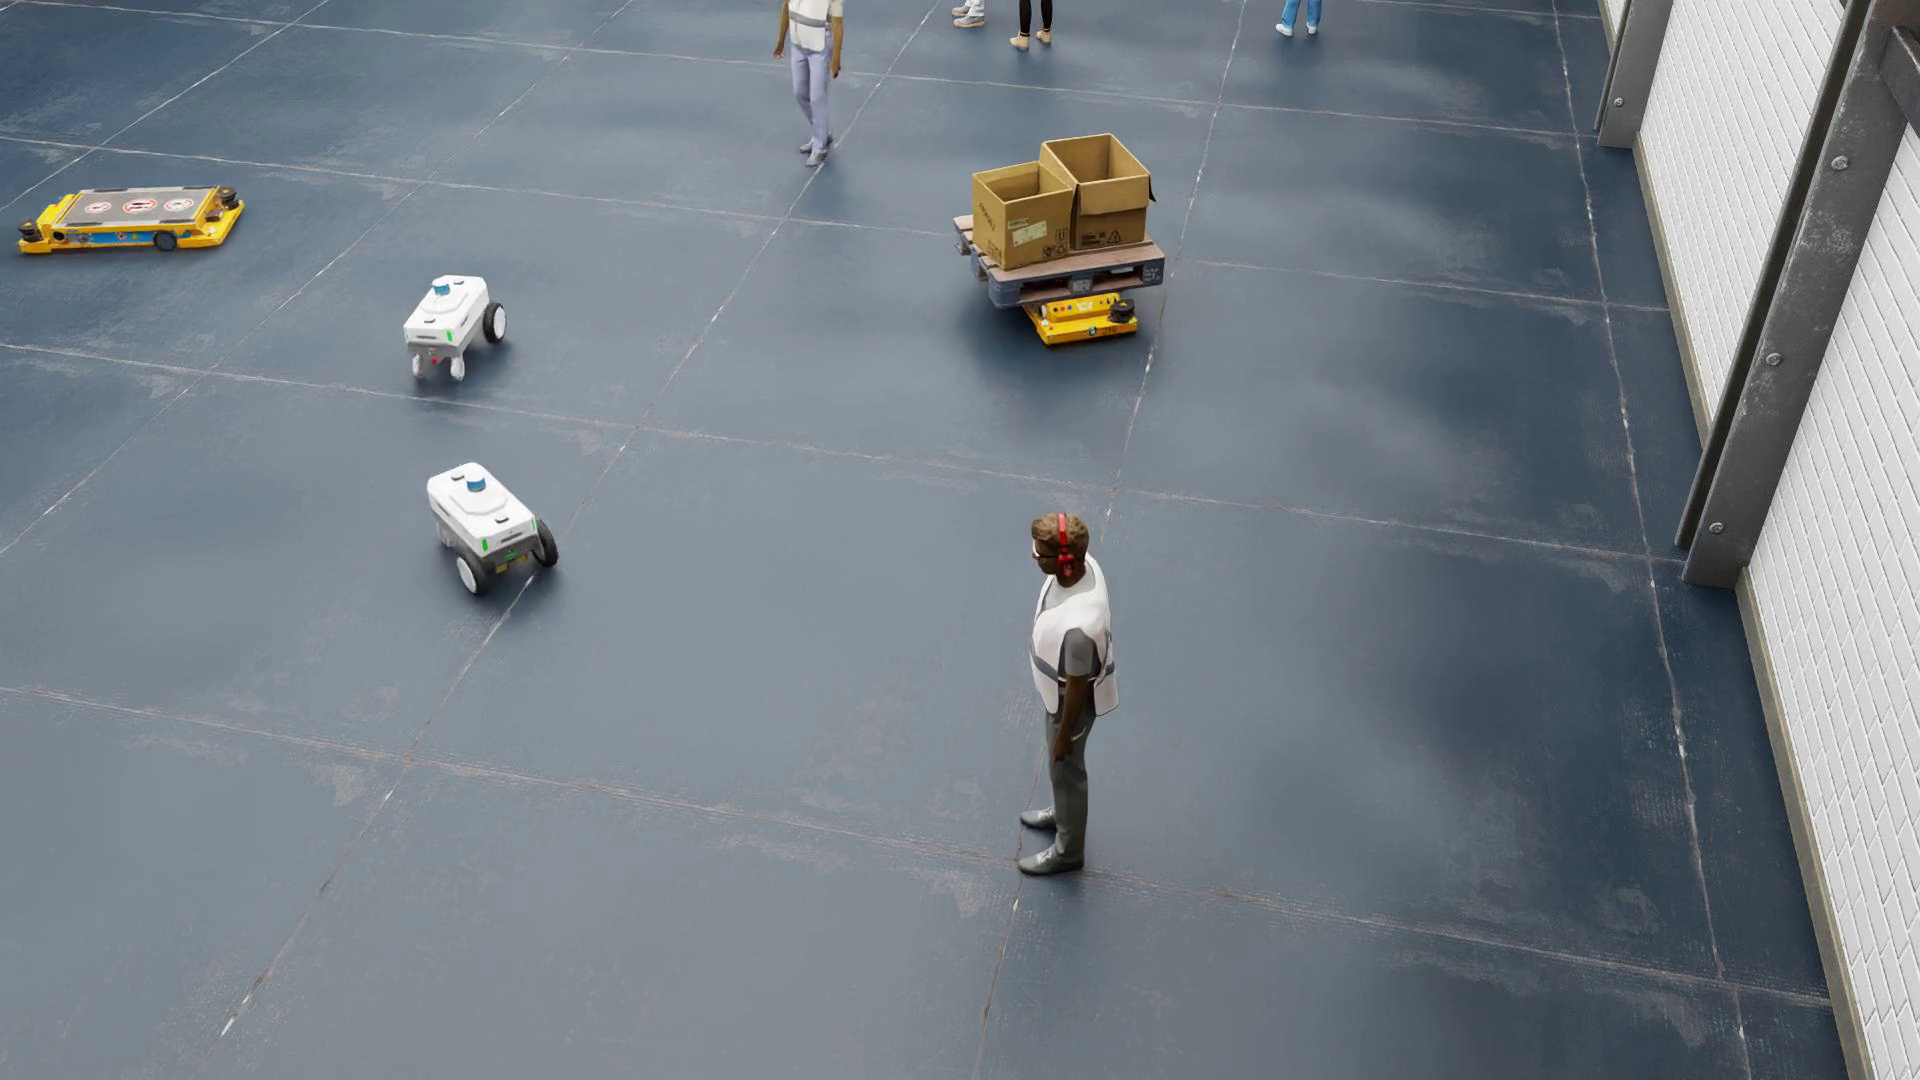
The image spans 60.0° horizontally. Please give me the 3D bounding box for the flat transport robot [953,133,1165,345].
[{"bbox_3d":[0.686,-1.826,11.662,0.659,0.231,1.431,-10,38,-14],"label":"flat transport robot"}]

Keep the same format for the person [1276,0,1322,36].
[{"bbox_3d":[3.228,-5.566,15.446,0.496,1.727,0.371,-6,37,-9],"label":"person"}]

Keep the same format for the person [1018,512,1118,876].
[{"bbox_3d":[0.459,0.651,7.045,0.409,1.832,0.566,-1,37,-1],"label":"person"}]

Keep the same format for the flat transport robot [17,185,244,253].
[{"bbox_3d":[-6.178,-2.392,12.420,1.431,0.231,0.659,-3,37,-3],"label":"flat transport robot"}]

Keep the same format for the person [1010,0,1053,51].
[{"bbox_3d":[0.667,-5.341,15.172,0.541,1.695,0.316,-19,41,-24],"label":"person"}]

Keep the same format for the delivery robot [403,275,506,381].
[{"bbox_3d":[-3.346,-1.429,10.880,0.499,0.580,0.756,4,37,5],"label":"delivery robot"}]

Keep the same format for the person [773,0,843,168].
[{"bbox_3d":[-1.178,-3.868,13.119,0.637,1.838,0.544,24,43,29],"label":"person"}]

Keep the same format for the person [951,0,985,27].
[{"bbox_3d":[0.096,-5.787,15.615,0.362,1.882,0.574,0,37,0],"label":"person"}]

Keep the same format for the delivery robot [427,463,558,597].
[{"bbox_3d":[-2.596,-0.087,9.112,0.499,0.614,0.815,-27,44,-31],"label":"delivery robot"}]
